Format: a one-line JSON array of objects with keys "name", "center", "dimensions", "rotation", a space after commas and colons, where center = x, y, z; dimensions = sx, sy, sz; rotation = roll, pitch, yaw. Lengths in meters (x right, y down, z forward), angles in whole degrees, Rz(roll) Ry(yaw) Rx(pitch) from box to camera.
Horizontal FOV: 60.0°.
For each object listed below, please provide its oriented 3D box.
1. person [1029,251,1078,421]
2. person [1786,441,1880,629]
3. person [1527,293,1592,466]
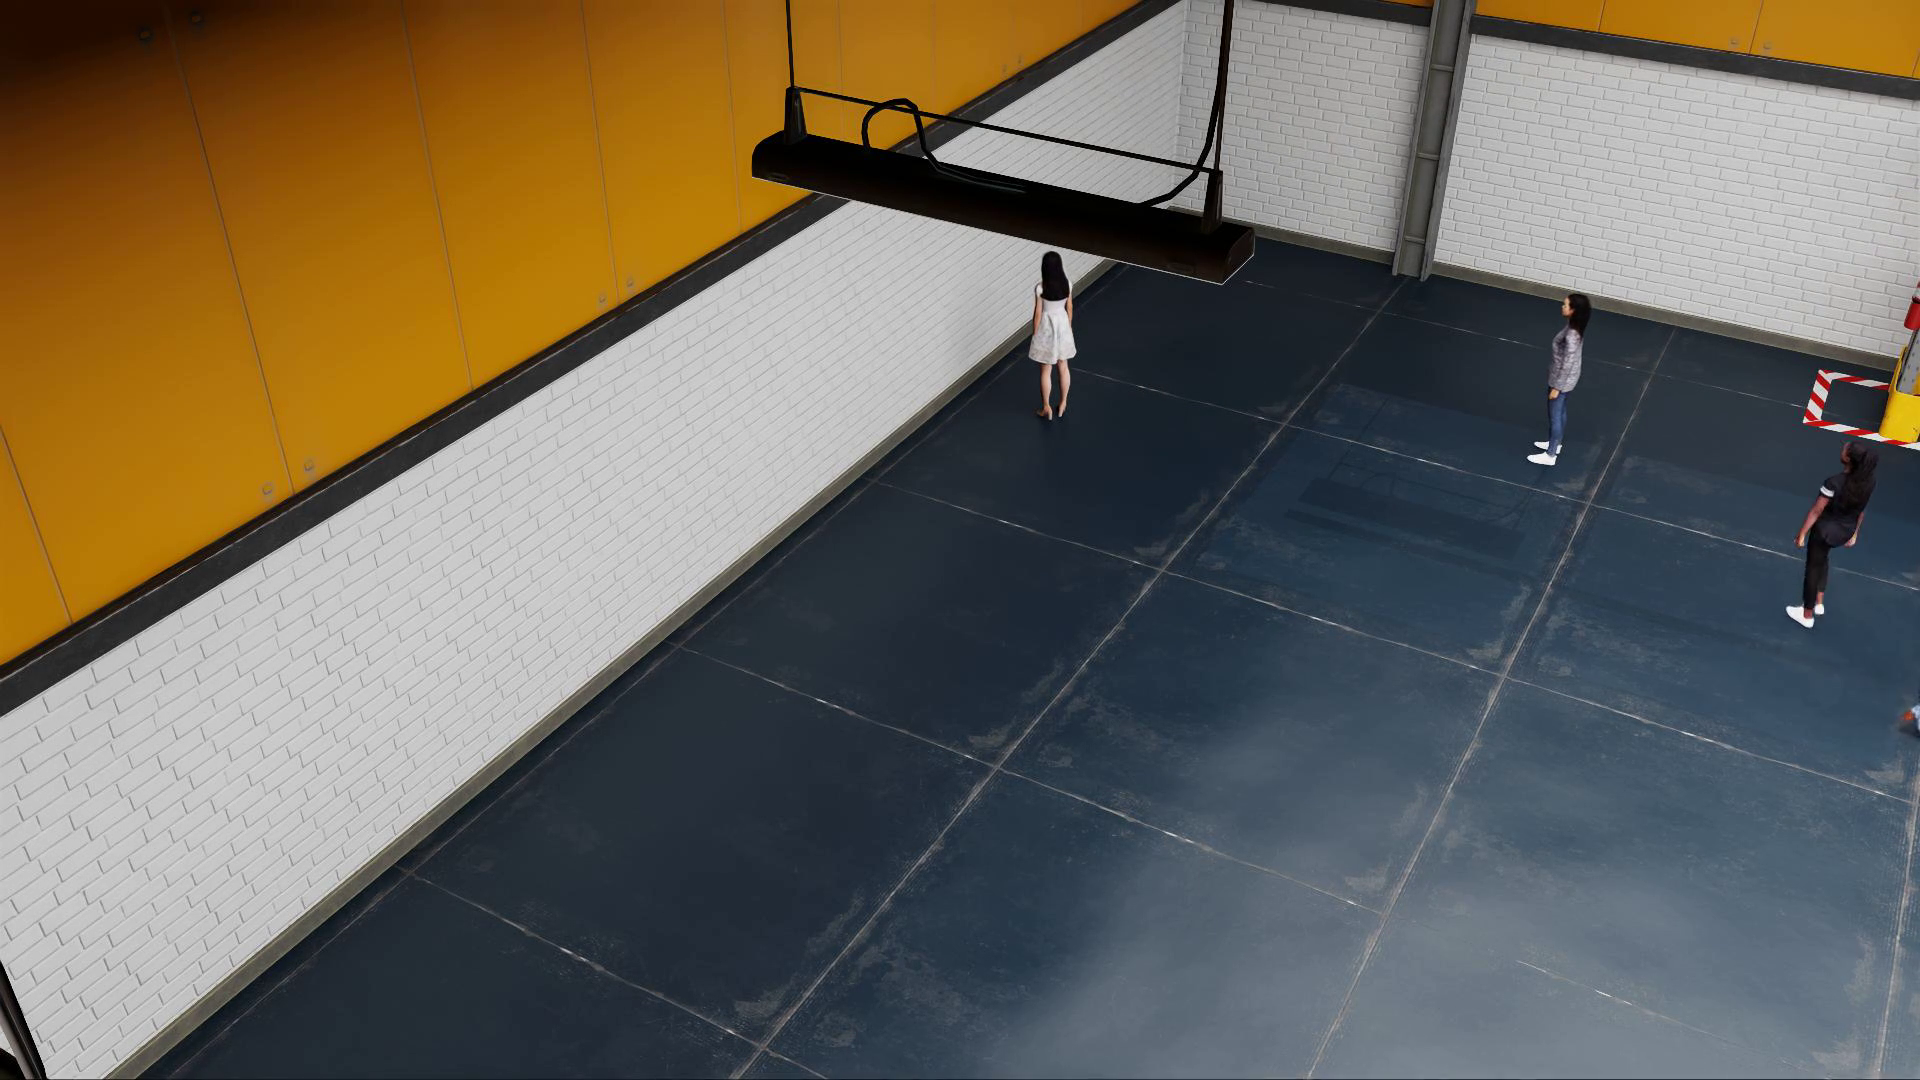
[{"name": "person", "center": [0.917, -2.018, 16.452], "dimensions": [0.777, 1.773, 0.832], "rotation": [-10, 35, -15]}, {"name": "person", "center": [7.116, -0.008, 13.477], "dimensions": [0.765, 1.719, 0.824], "rotation": [-9, 35, -13]}, {"name": "person", "center": [5.717, -1.537, 15.765], "dimensions": [0.503, 1.733, 0.616], "rotation": [17, 37, 24]}]
